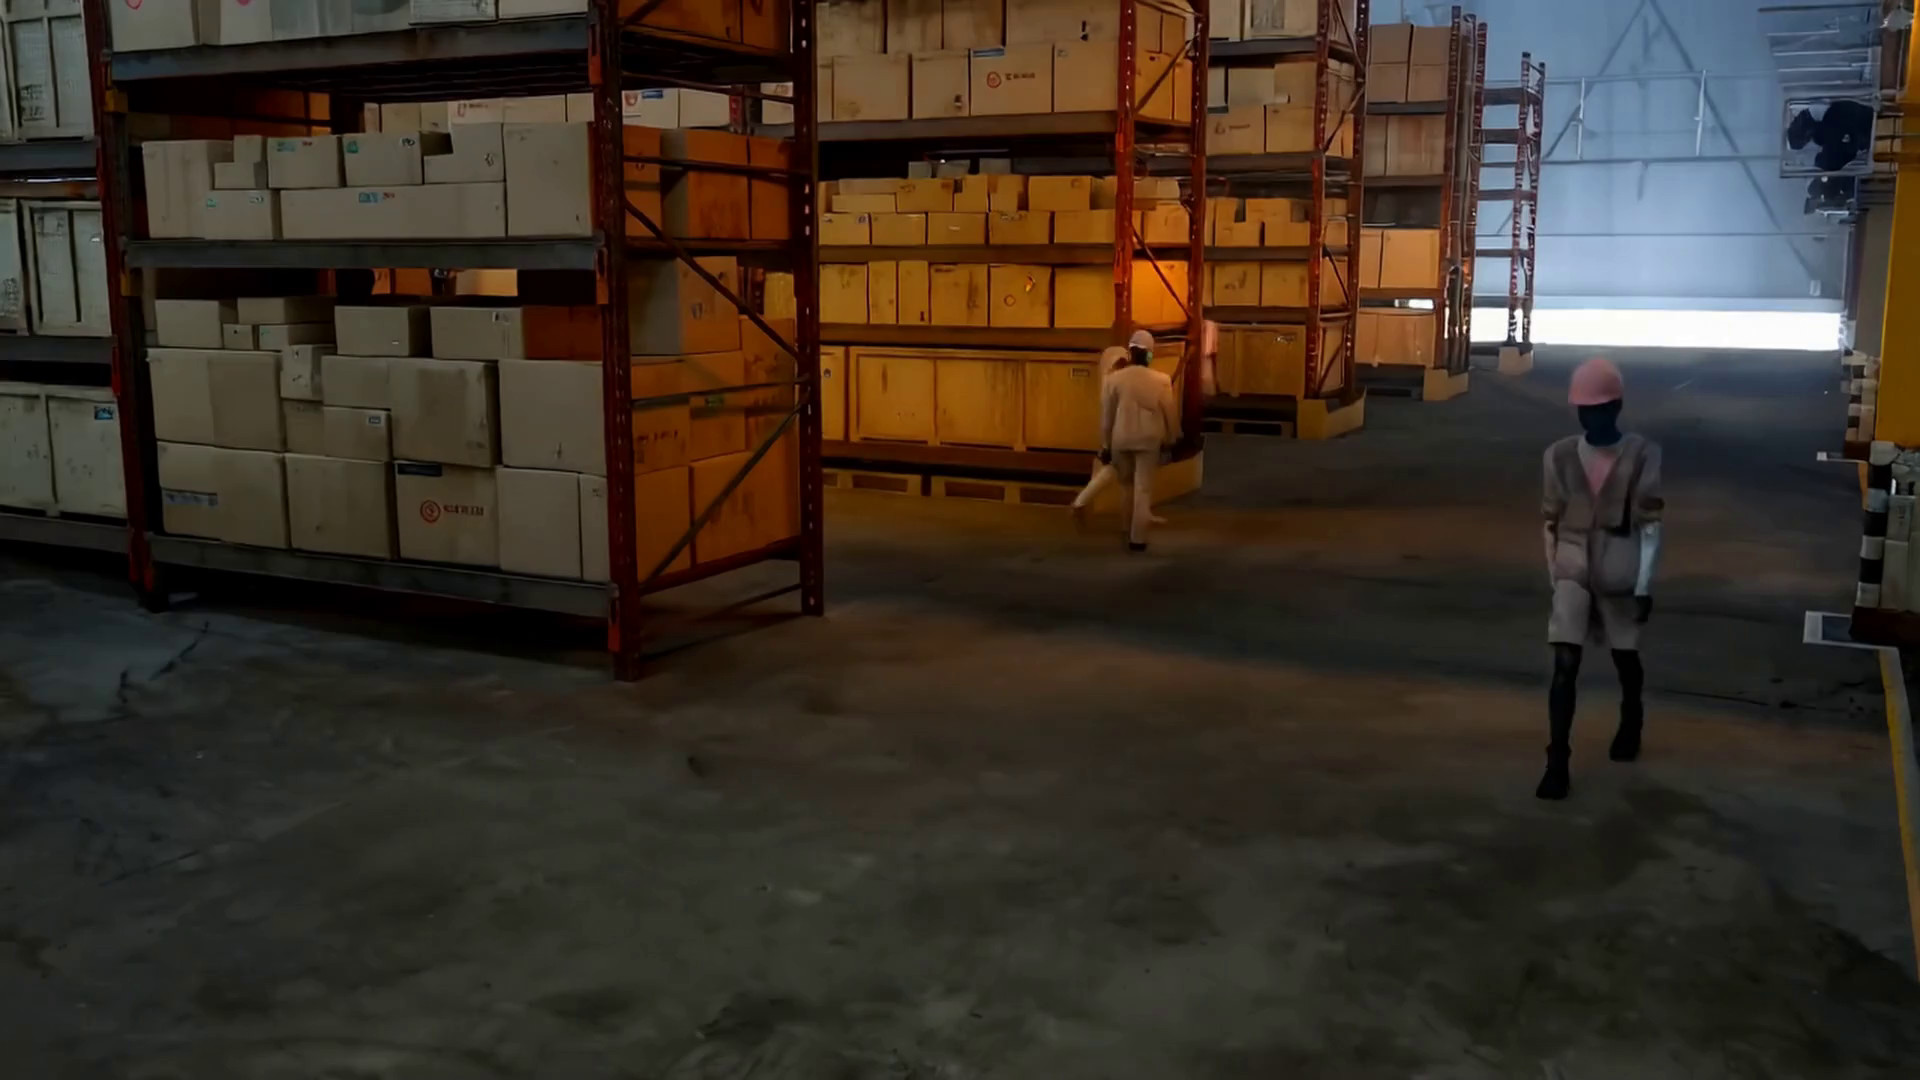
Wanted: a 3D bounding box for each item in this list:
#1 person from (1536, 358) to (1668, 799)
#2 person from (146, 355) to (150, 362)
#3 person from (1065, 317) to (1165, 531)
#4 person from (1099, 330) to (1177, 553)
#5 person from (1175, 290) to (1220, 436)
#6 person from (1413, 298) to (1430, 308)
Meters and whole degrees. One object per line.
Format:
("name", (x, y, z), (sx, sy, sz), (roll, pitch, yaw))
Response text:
("person", (2.845, 0.133, 7.355), (0.546, 1.896, 0.991), (7, 12, 34))
("person", (-8.573, -1.605, 17.662), (0.603, 1.811, 0.417), (5, 11, 29))
("person", (1.304, -0.961, 13.993), (0.872, 1.810, 0.662), (-1, 10, -4))
("person", (1.430, -0.794, 13.175), (0.588, 1.718, 0.787), (3, 10, 16))
("person", (2.693, -1.874, 18.856), (0.575, 1.924, 0.416), (-3, 10, -19))
("person", (8.949, -4.067, 32.381), (0.514, 1.641, 0.307), (-9, 14, -43))
